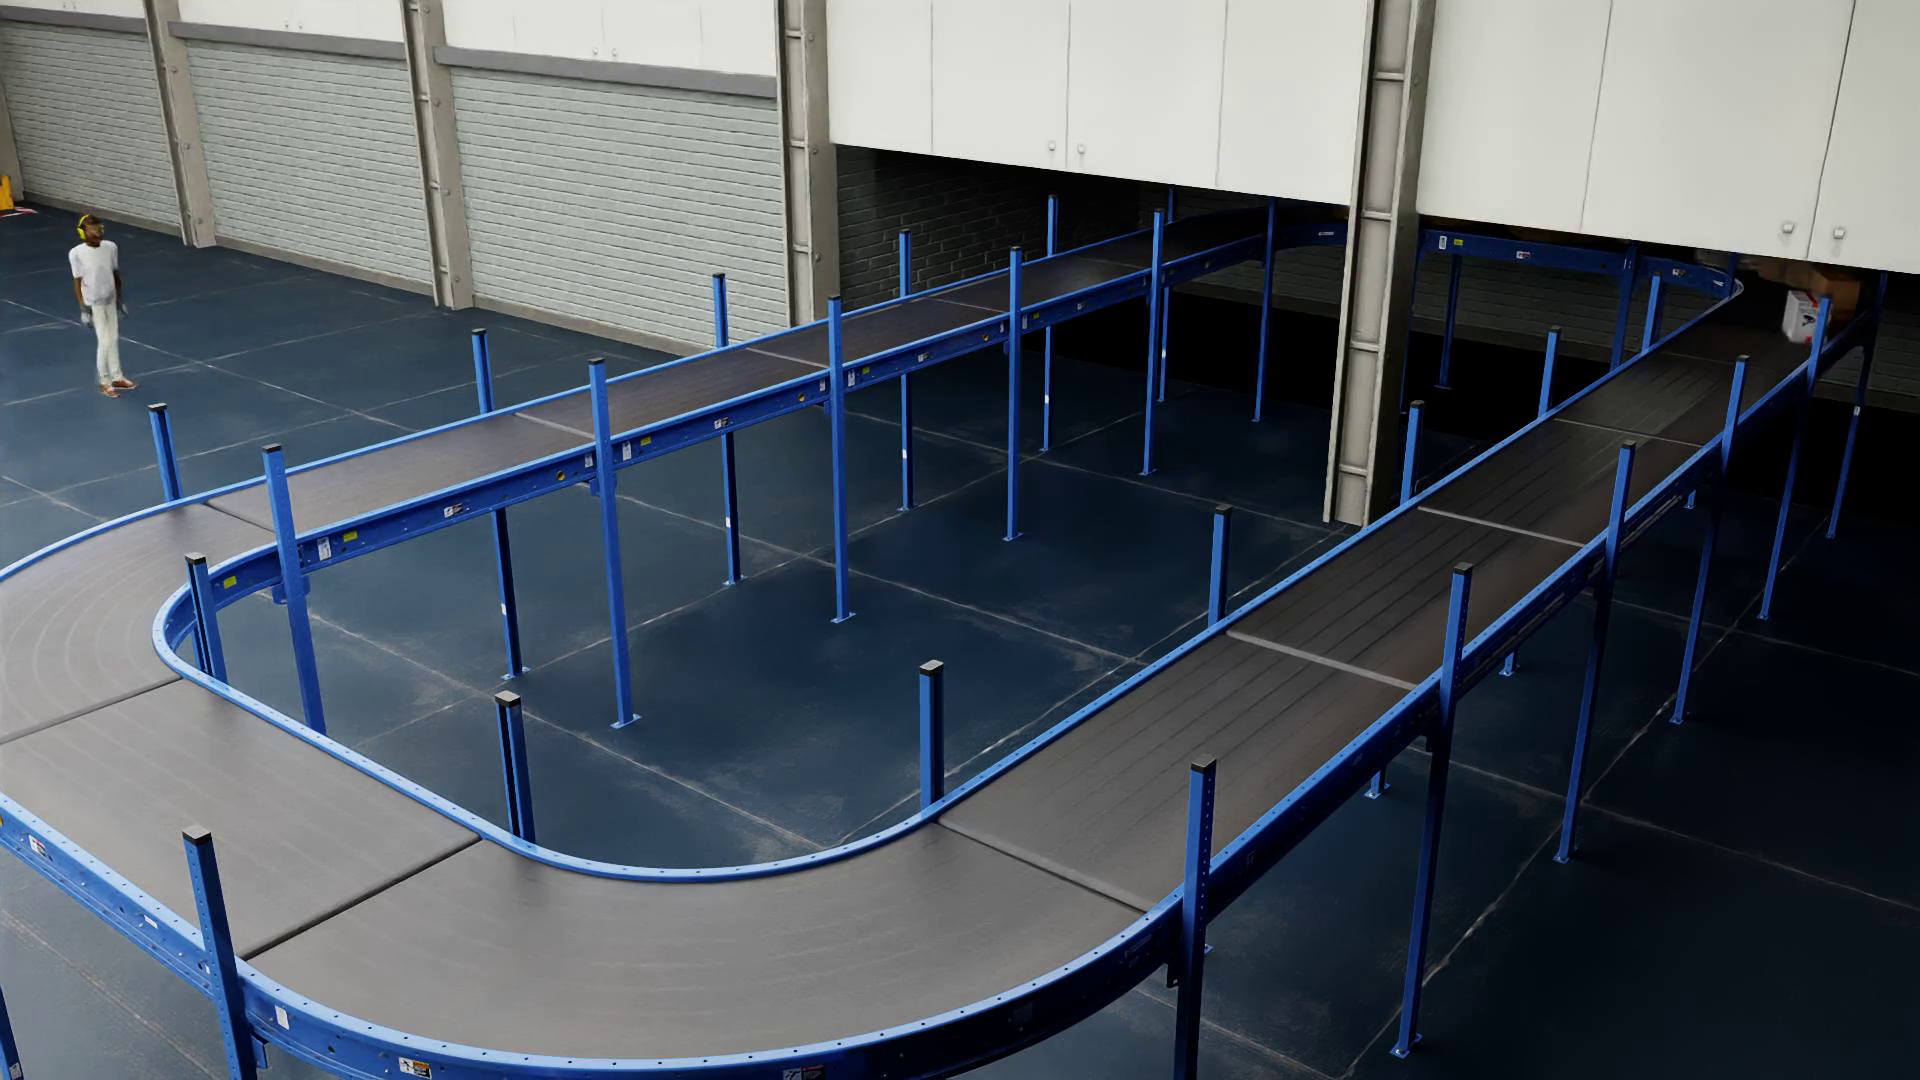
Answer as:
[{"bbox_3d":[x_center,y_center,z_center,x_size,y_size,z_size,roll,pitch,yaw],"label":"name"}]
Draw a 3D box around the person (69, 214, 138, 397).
[{"bbox_3d":[-8.585,-2.349,16.656,0.490,1.837,0.507,11,24,27],"label":"person"}]
